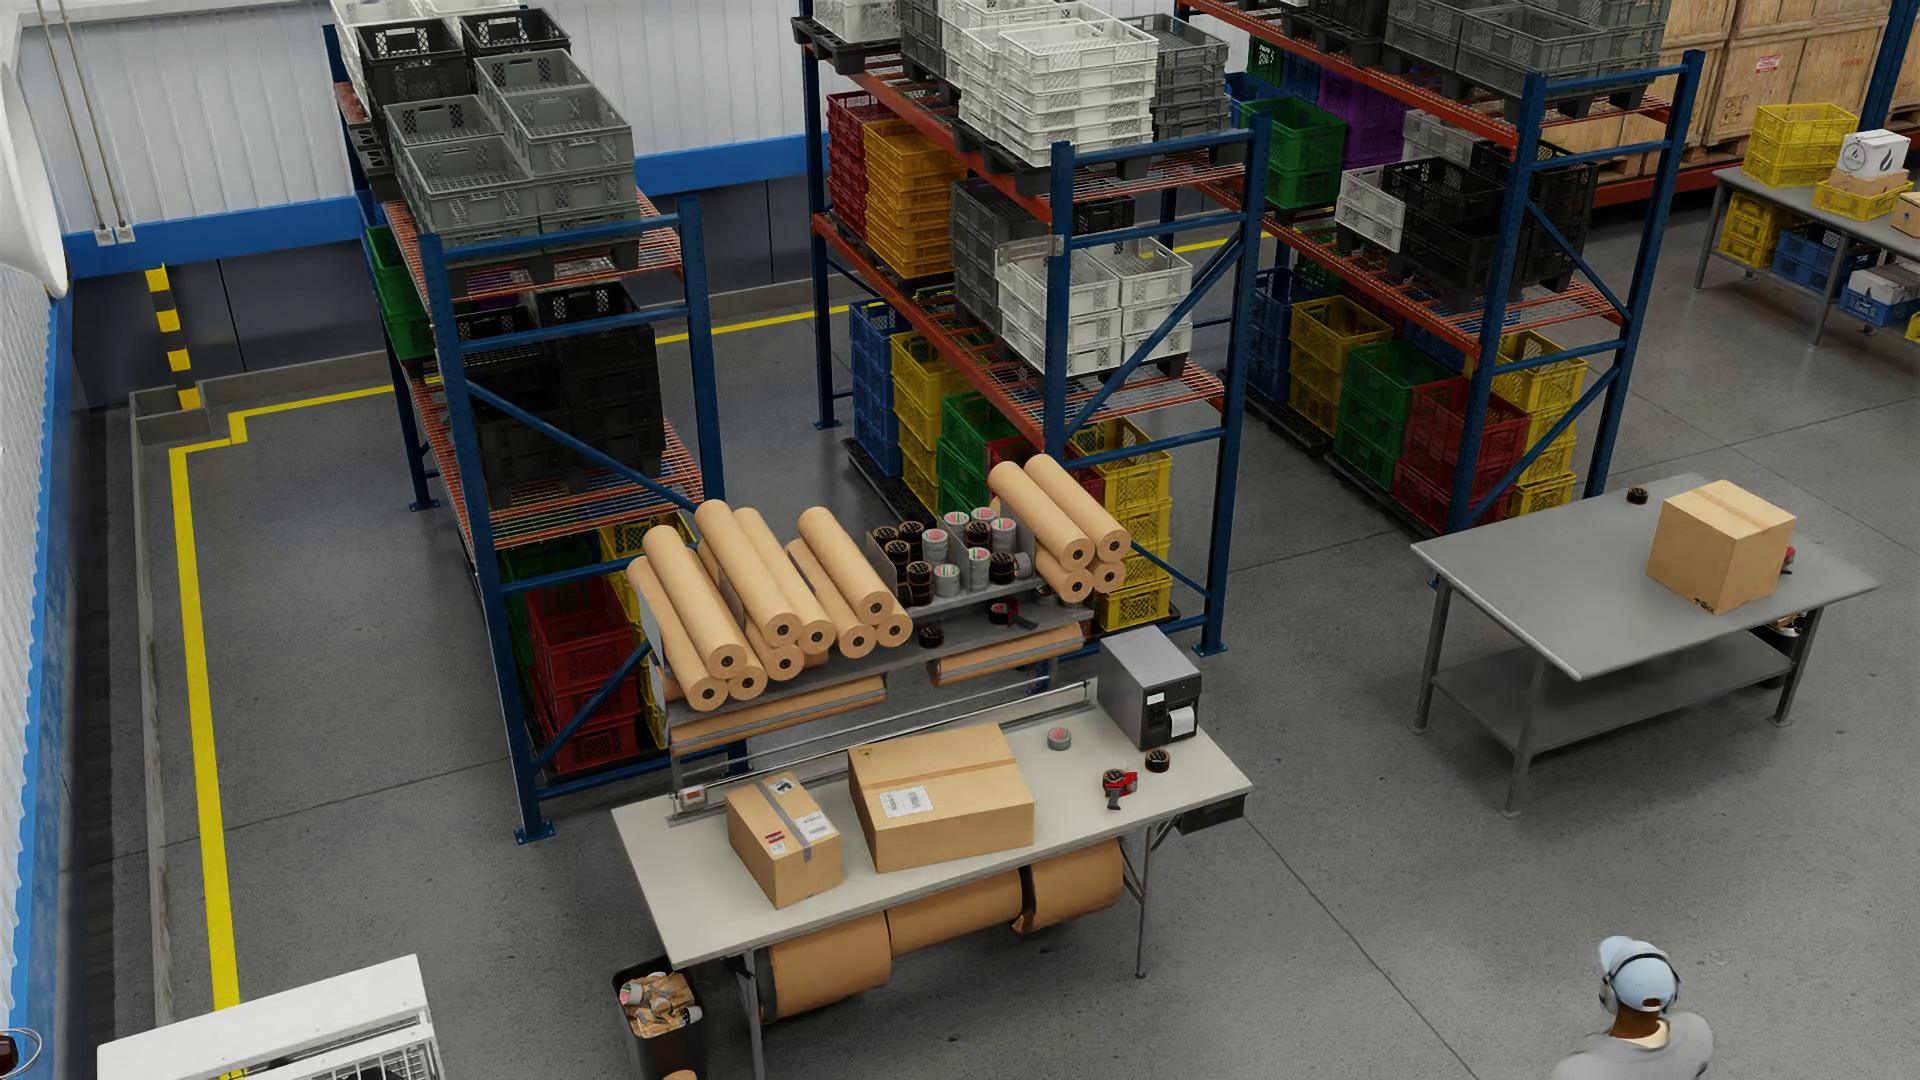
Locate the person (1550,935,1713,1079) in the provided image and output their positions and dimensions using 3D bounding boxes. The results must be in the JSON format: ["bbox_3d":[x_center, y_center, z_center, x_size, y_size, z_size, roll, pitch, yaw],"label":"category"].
[{"bbox_3d":[1.986,1.971,5.261,0.597,1.849,0.388,-14,34,-21],"label":"person"}]
